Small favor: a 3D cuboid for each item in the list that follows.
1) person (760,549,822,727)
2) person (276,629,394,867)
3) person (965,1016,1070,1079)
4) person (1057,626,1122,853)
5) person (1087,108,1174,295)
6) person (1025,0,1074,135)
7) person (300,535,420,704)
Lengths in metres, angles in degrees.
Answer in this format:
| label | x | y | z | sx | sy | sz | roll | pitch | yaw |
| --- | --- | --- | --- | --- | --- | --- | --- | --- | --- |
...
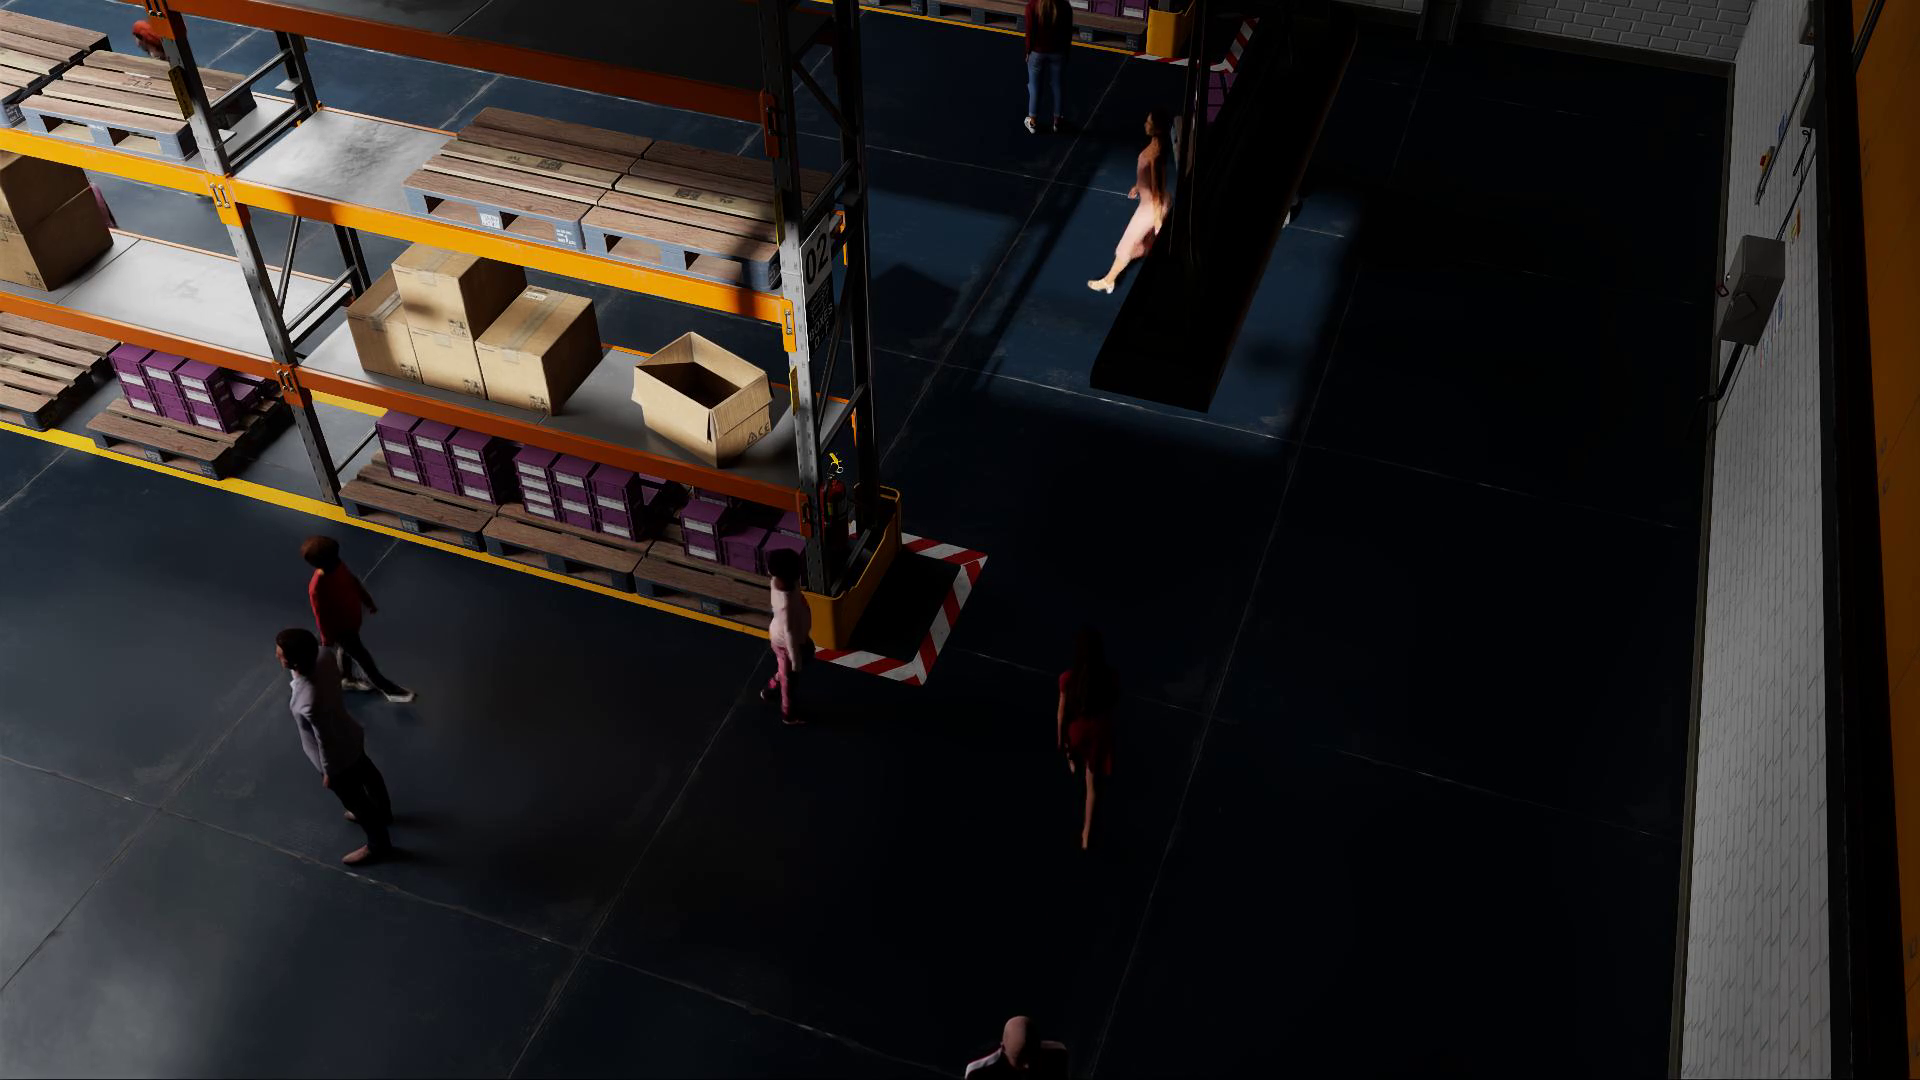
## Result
| label | x | y | z | sx | sy | sz | roll | pitch | yaw |
| --- | --- | --- | --- | --- | --- | --- | --- | --- | --- |
| person | -1.142 | 0.601 | 10.506 | 0.754 | 1.445 | 0.721 | -3 | 44 | -4 |
| person | -3.602 | 1.169 | 9.615 | 0.765 | 1.853 | 0.766 | -7 | 44 | -8 |
| person | 0.254 | 2.759 | 7.960 | 0.707 | 1.832 | 0.814 | -9 | 44 | -9 |
| person | 0.769 | 1.186 | 9.848 | 1.093 | 1.507 | 0.824 | 2 | 44 | 2 |
| person | 1.692 | -2.723 | 13.752 | 1.131 | 1.781 | 0.644 | 11 | 45 | 11 |
| person | 0.833 | -4.668 | 15.901 | 0.604 | 1.633 | 0.739 | -3 | 44 | -3 |
| person | -4.014 | 0.509 | 10.639 | 0.880 | 1.396 | 0.657 | 5 | 44 | 5 |
